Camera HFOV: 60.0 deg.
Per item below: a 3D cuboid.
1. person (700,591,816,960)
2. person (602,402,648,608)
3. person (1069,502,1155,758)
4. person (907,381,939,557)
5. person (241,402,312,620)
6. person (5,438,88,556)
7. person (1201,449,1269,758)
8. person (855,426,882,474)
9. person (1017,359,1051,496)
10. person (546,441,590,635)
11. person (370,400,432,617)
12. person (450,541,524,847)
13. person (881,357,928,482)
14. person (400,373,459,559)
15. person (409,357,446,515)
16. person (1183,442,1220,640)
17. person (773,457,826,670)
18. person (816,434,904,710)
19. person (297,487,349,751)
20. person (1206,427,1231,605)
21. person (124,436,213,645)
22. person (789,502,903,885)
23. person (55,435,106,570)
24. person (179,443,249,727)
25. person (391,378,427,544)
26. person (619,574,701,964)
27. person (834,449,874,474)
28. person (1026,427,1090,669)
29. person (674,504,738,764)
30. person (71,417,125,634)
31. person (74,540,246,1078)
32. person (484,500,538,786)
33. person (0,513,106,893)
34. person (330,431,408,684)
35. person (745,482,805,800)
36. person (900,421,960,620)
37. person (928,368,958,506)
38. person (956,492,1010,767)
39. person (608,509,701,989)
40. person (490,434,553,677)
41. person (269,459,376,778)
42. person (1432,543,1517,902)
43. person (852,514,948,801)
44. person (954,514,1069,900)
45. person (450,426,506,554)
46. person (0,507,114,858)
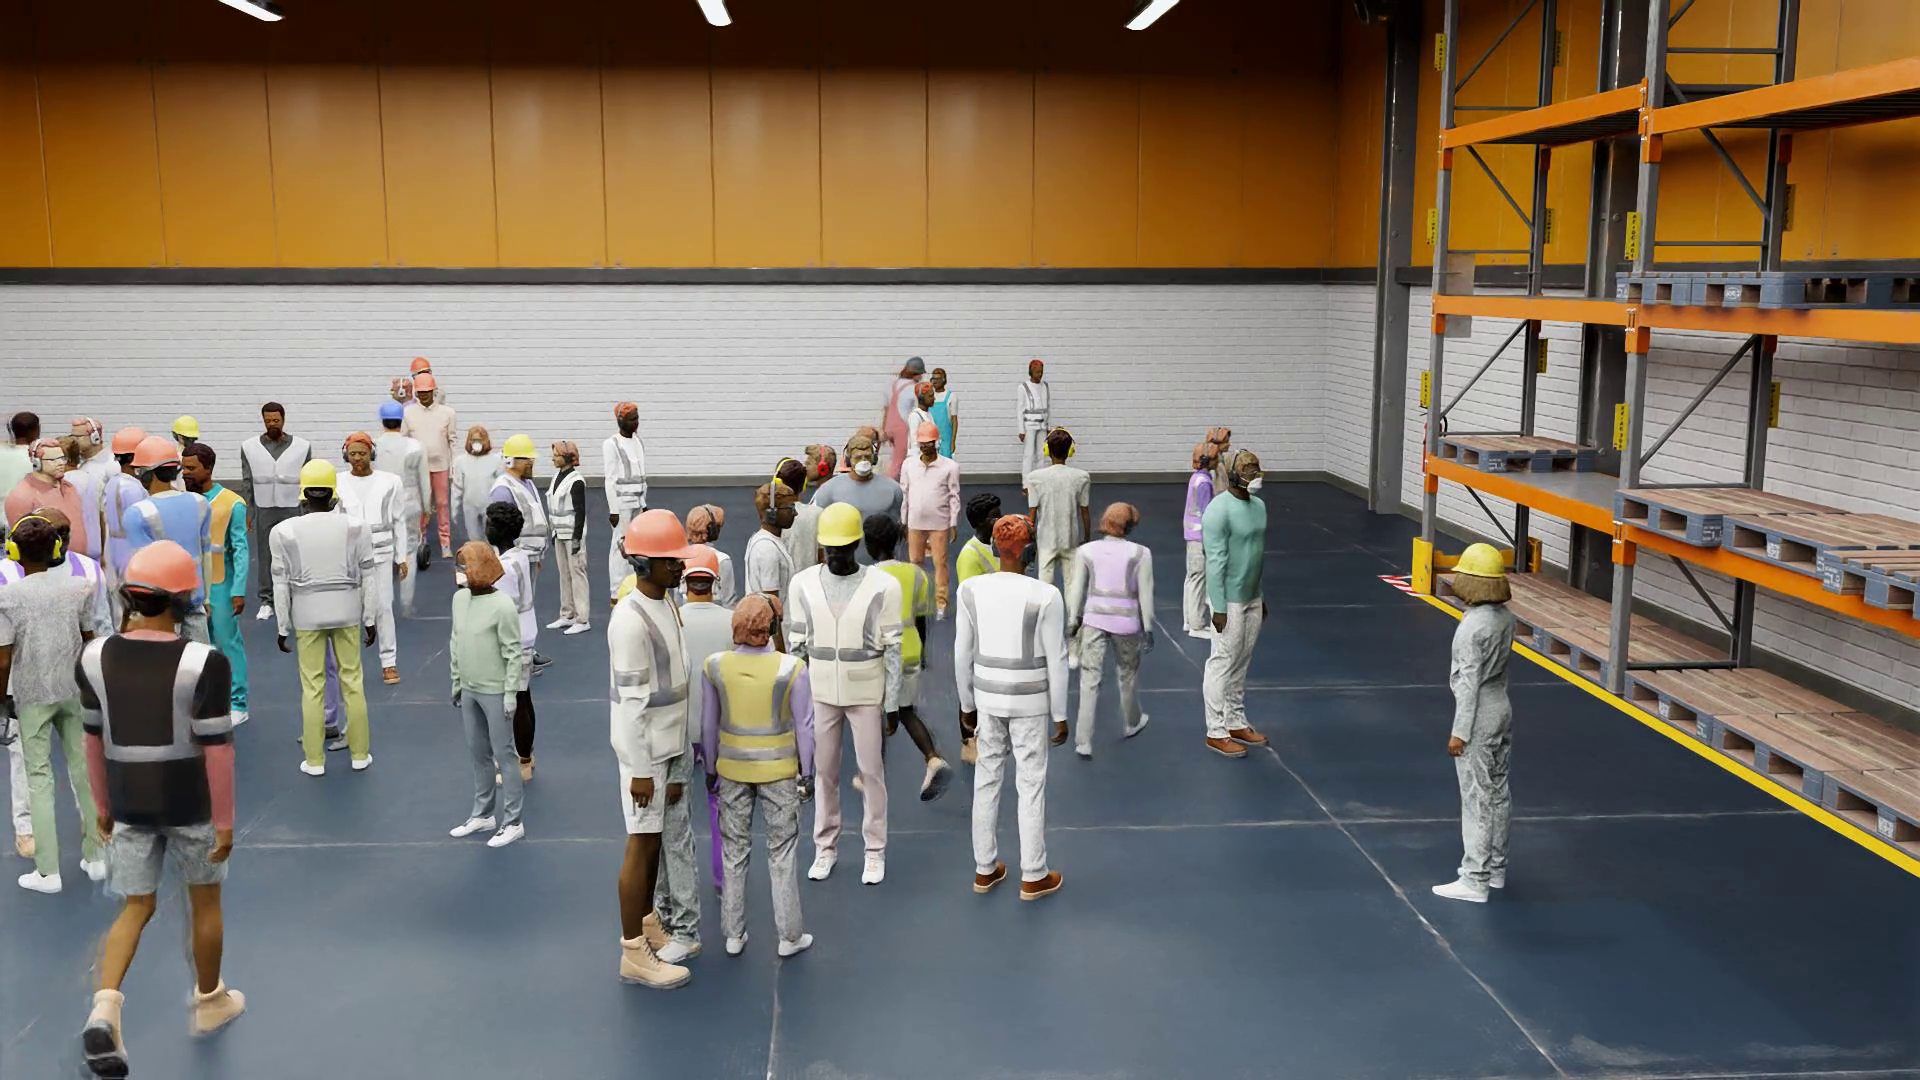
[{"bbox_3d":[-0.891,1.043,7.366,0.520,1.639,0.312,2,9,10],"label":"person"},{"bbox_3d":[-3.021,-0.314,15.121,0.339,1.882,0.584,3,10,19],"label":"person"},{"bbox_3d":[0.976,0.549,10.612,0.584,1.576,0.870,3,10,19],"label":"person"},{"bbox_3d":[-0.392,-0.769,17.980,0.350,1.882,0.583,2,9,12],"label":"person"},{"bbox_3d":[-6.019,-0.266,14.710,0.589,1.920,0.398,-3,10,-20],"label":"person"},{"bbox_3d":[-6.274,0.242,11.562,0.409,1.907,0.651,1,9,5],"label":"person"},{"bbox_3d":[1.761,0.387,10.547,0.372,1.940,0.631,7,11,36],"label":"person"},{"bbox_3d":[-0.890,-0.256,15.579,0.278,1.628,0.503,8,12,40],"label":"person"},{"bbox_3d":[1.030,-1.541,22.853,0.583,1.879,0.365,-8,12,-41],"label":"person"},{"bbox_3d":[-3.315,-0.027,14.082,0.307,1.641,0.513,-7,12,-38],"label":"person"},{"bbox_3d":[-5.001,-0.277,14.757,0.591,1.926,0.461,-1,9,-5],"label":"person"},{"bbox_3d":[-2.528,0.810,8.846,0.507,1.632,0.265,7,11,36],"label":"person"},{"bbox_3d":[-0.698,-1.427,21.618,1.036,2.000,0.706,-6,11,-35],"label":"person"},{"bbox_3d":[-5.657,-0.786,17.732,0.618,1.993,0.396,-3,9,-17],"label":"person"},{"bbox_3d":[-6.736,-1.298,20.950,0.384,1.996,0.610,6,11,33],"label":"person"},{"bbox_3d":[2.021,0.000,13.907,0.315,1.641,0.514,0,9,0],"label":"person"},{"bbox_3d":[-1.075,0.402,10.672,0.311,1.869,0.532,9,13,44],"label":"person"},{"bbox_3d":[-0.683,0.231,11.522,0.635,1.938,0.359,-3,10,-21],"label":"person"},{"bbox_3d":[-4.060,0.458,10.633,0.533,1.771,0.300,6,11,35],"label":"person"},{"bbox_3d":[2.343,-0.220,15.295,0.310,1.638,0.522,3,9,16],"label":"person"},{"bbox_3d":[-4.883,0.379,10.264,0.381,2.045,0.605,4,10,22],"label":"person"},{"bbox_3d":[-0.570,0.760,8.272,0.587,1.920,0.396,2,9,12],"label":"person"},{"bbox_3d":[-6.627,0.132,12.482,0.351,1.838,0.511,3,10,19],"label":"person"},{"bbox_3d":[-5.020,0.302,11.145,0.587,1.920,0.391,3,10,18],"label":"person"},{"bbox_3d":[-6.084,-0.832,18.306,0.400,1.907,0.645,-2,9,-13],"label":"person"},{"bbox_3d":[-1.352,0.998,7.362,0.326,1.733,0.486,-7,11,-36],"label":"person"},{"bbox_3d":[-0.766,0.192,12.347,0.336,1.749,0.575,-1,9,-4],"label":"person"},{"bbox_3d":[0.749,0.067,12.776,0.533,1.870,0.315,-1,9,-5],"label":"person"},{"bbox_3d":[-1.542,0.599,10.152,0.511,1.641,0.308,7,12,38],"label":"person"},{"bbox_3d":[-6.876,-0.025,13.235,0.652,1.906,0.402,4,10,23],"label":"person"},{"bbox_3d":[-3.068,1.017,6.331,0.609,2.023,0.818,0,9,1],"label":"person"},{"bbox_3d":[-2.684,0.609,9.911,0.318,1.697,0.534,-1,9,-8],"label":"person"},{"bbox_3d":[-4.488,0.798,8.184,0.329,1.872,0.511,7,12,39],"label":"person"},{"bbox_3d":[-4.380,0.141,12.260,0.586,1.882,0.342,-3,10,-20],"label":"person"},{"bbox_3d":[-1.068,0.581,9.621,0.338,1.845,0.514,-2,9,-12],"label":"person"},{"bbox_3d":[-0.281,-0.168,14.604,0.560,1.753,0.327,2,9,15],"label":"person"},{"bbox_3d":[-0.272,-1.288,21.360,0.507,1.846,0.345,4,10,23],"label":"person"},{"bbox_3d":[0.146,0.547,10.302,0.316,1.696,0.540,3,9,17],"label":"person"},{"bbox_3d":[-1.291,0.878,7.142,0.393,2.041,0.614,0,9,2],"label":"person"},{"bbox_3d":[-3.322,0.110,12.626,0.404,1.831,0.590,0,9,2],"label":"person"},{"bbox_3d":[-3.833,0.471,10.054,0.588,1.927,0.369,-5,10,-26],"label":"person"},{"bbox_3d":[2.504,0.878,8.071,0.306,1.745,0.483,8,12,41],"label":"person"},{"bbox_3d":[-0.368,0.690,9.518,0.576,1.664,0.668,-6,11,-34],"label":"person"},{"bbox_3d":[0.260,0.807,8.082,0.584,1.882,0.349,4,10,26],"label":"person"},{"bbox_3d":[-4.510,-0.260,15.605,0.510,1.619,0.450,0,9,-2],"label":"person"},{"bbox_3d":[-4.751,0.734,8.734,0.432,1.836,0.627,8,12,40],"label":"person"}]
